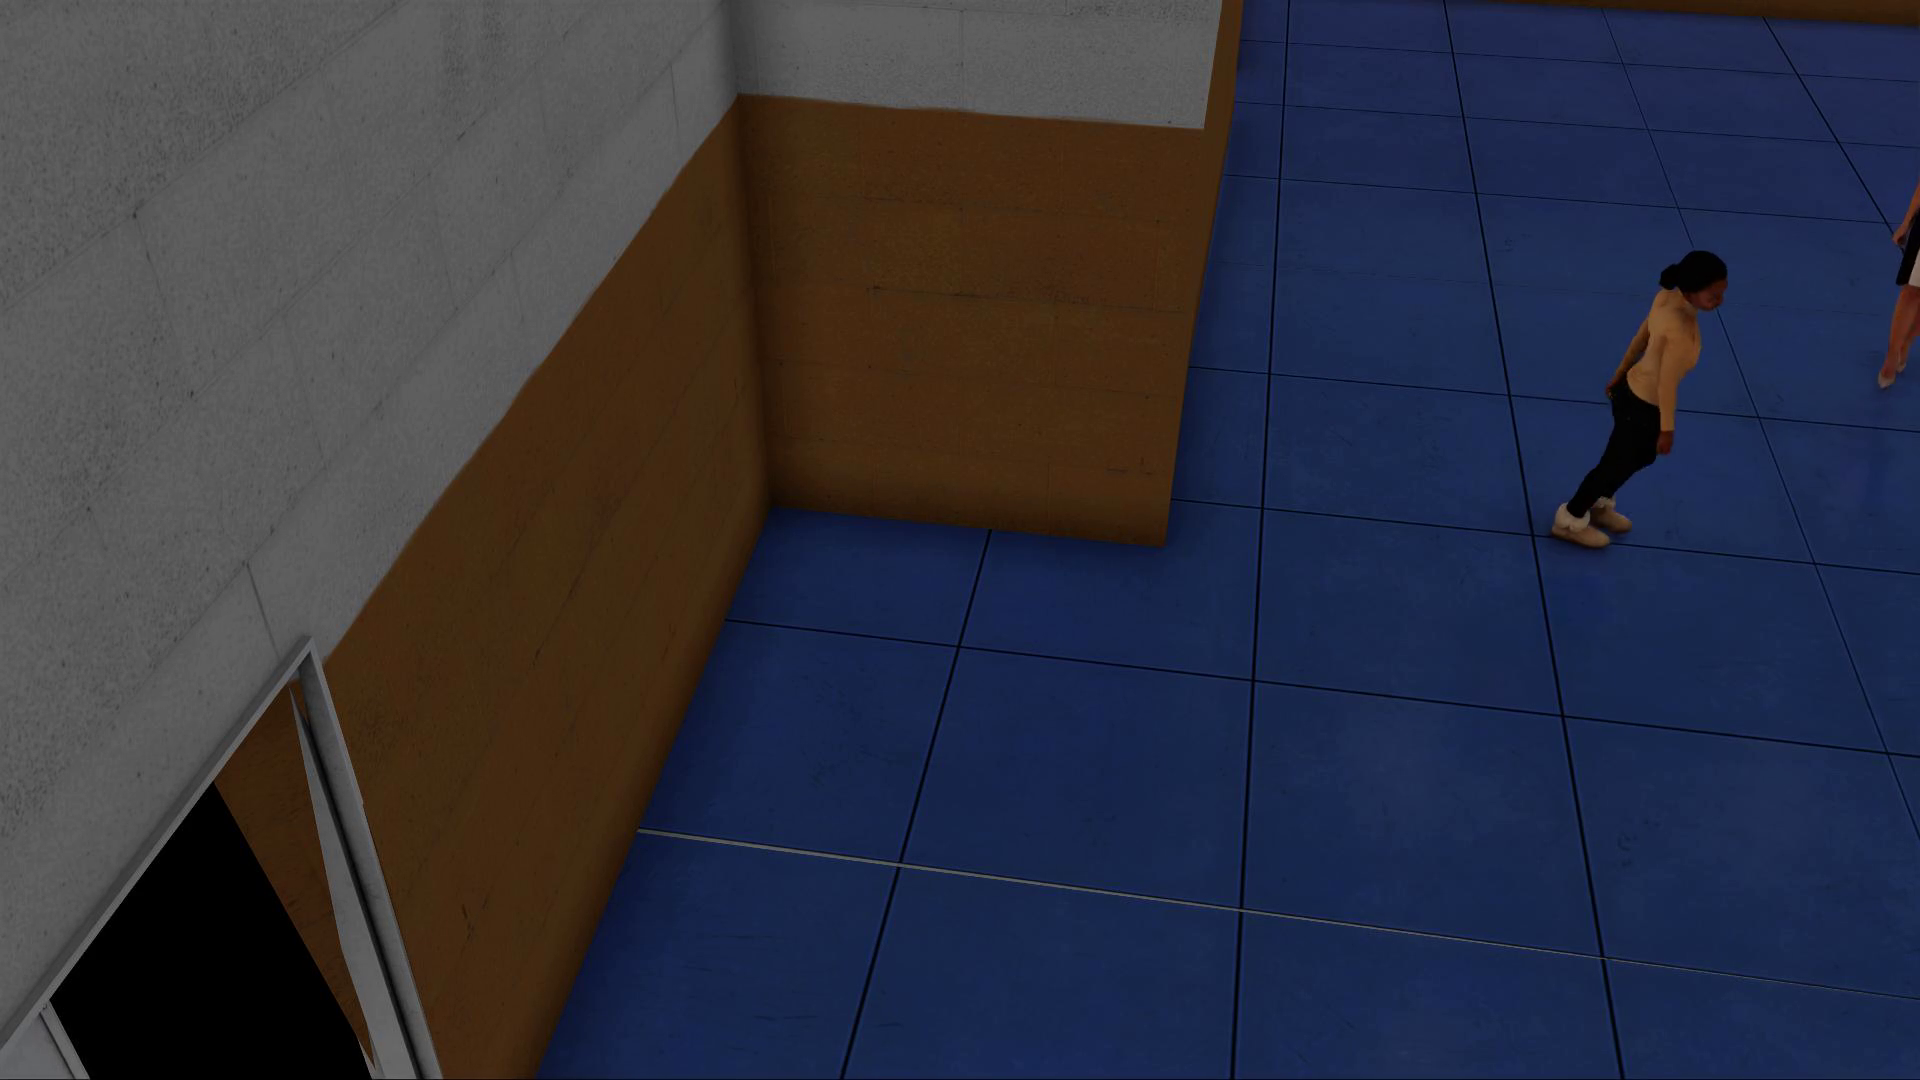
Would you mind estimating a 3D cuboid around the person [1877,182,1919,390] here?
[{"bbox_3d":[5.396,-1.697,9.064,0.763,1.738,0.816,15,39,19],"label":"person"}]

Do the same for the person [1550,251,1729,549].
[{"bbox_3d":[3.105,-0.645,7.757,0.695,1.624,0.646,4,37,5],"label":"person"}]
